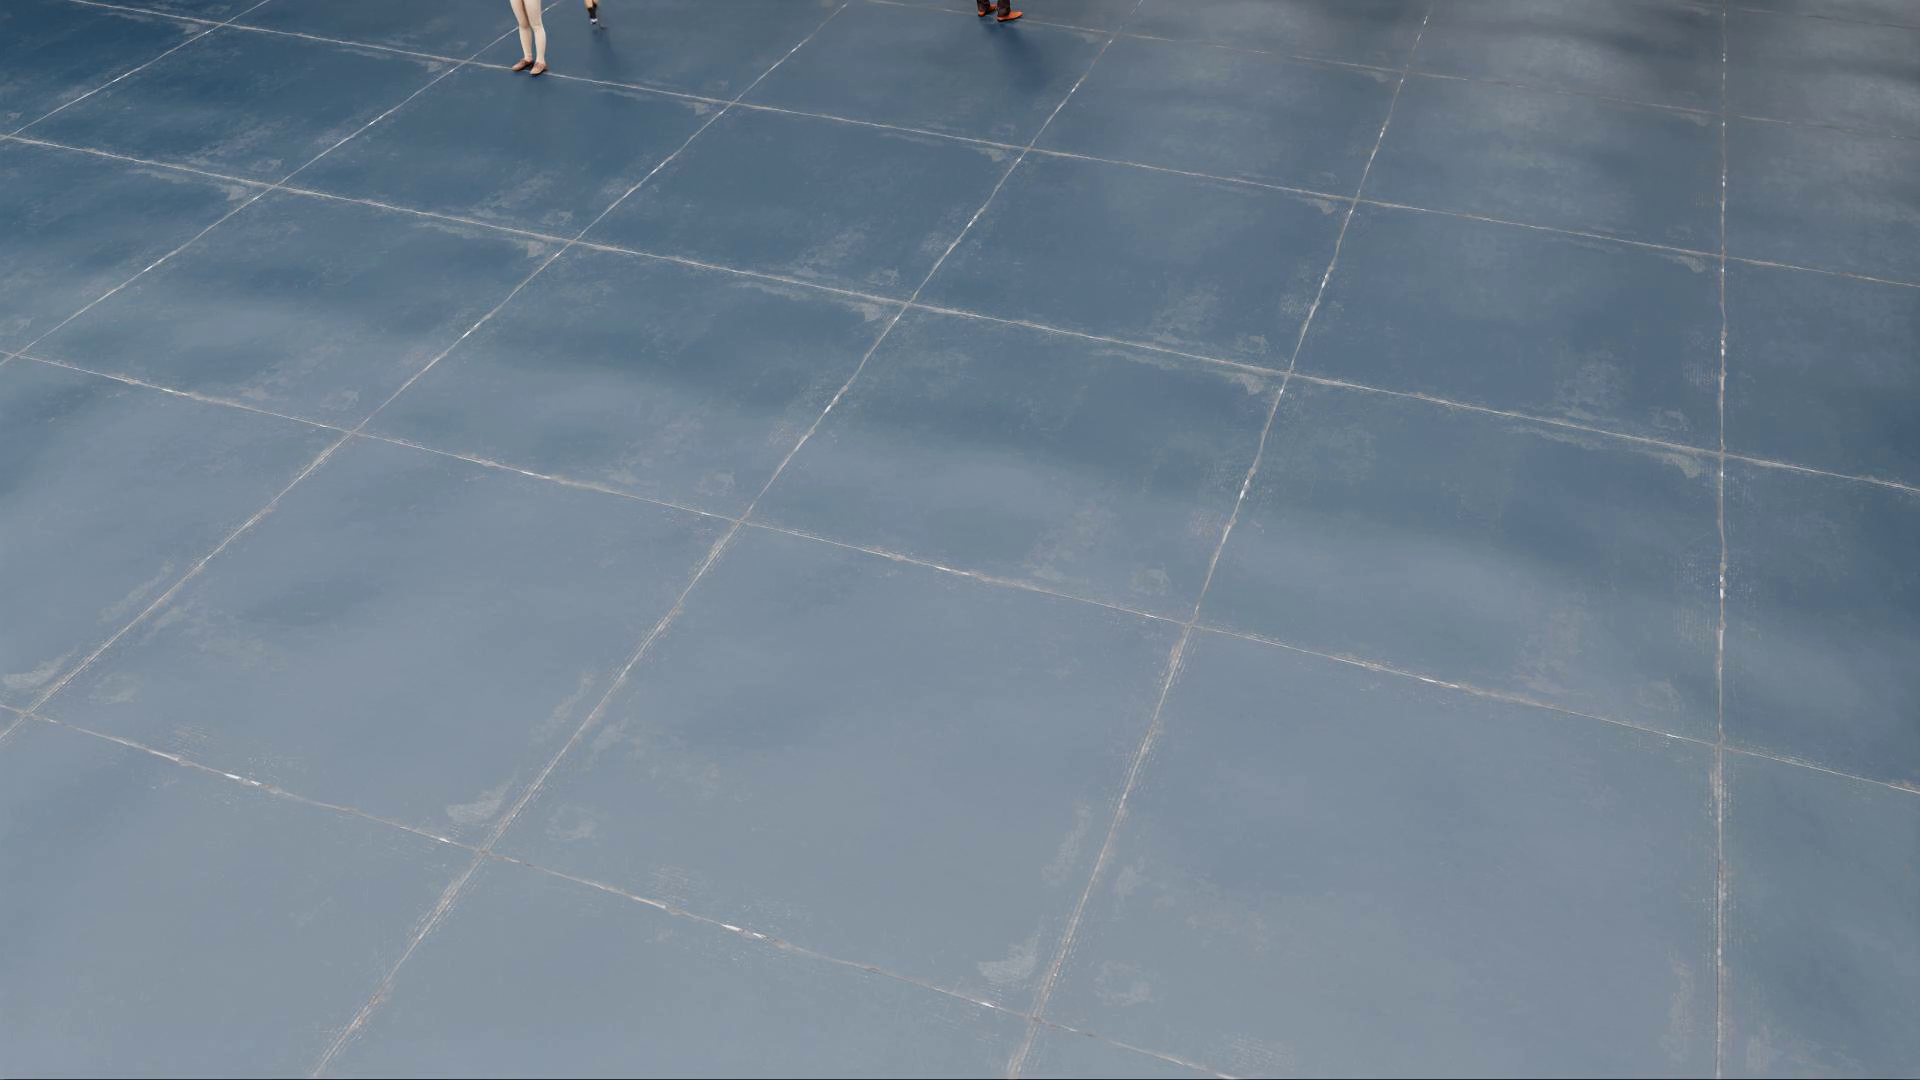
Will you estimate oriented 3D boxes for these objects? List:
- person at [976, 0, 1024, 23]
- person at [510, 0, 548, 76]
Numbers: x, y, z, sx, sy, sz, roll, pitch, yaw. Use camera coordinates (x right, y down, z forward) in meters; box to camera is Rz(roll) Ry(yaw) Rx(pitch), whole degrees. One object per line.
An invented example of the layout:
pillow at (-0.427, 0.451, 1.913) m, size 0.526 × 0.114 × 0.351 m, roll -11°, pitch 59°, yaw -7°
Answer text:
person at (0.367, -6.345, 17.301) m, size 0.768 × 1.808 × 0.743 m, roll 31°, pitch 47°, yaw 33°
person at (-4.254, -5.415, 16.239) m, size 0.621 × 1.653 × 0.567 m, roll 13°, pitch 40°, yaw 16°
